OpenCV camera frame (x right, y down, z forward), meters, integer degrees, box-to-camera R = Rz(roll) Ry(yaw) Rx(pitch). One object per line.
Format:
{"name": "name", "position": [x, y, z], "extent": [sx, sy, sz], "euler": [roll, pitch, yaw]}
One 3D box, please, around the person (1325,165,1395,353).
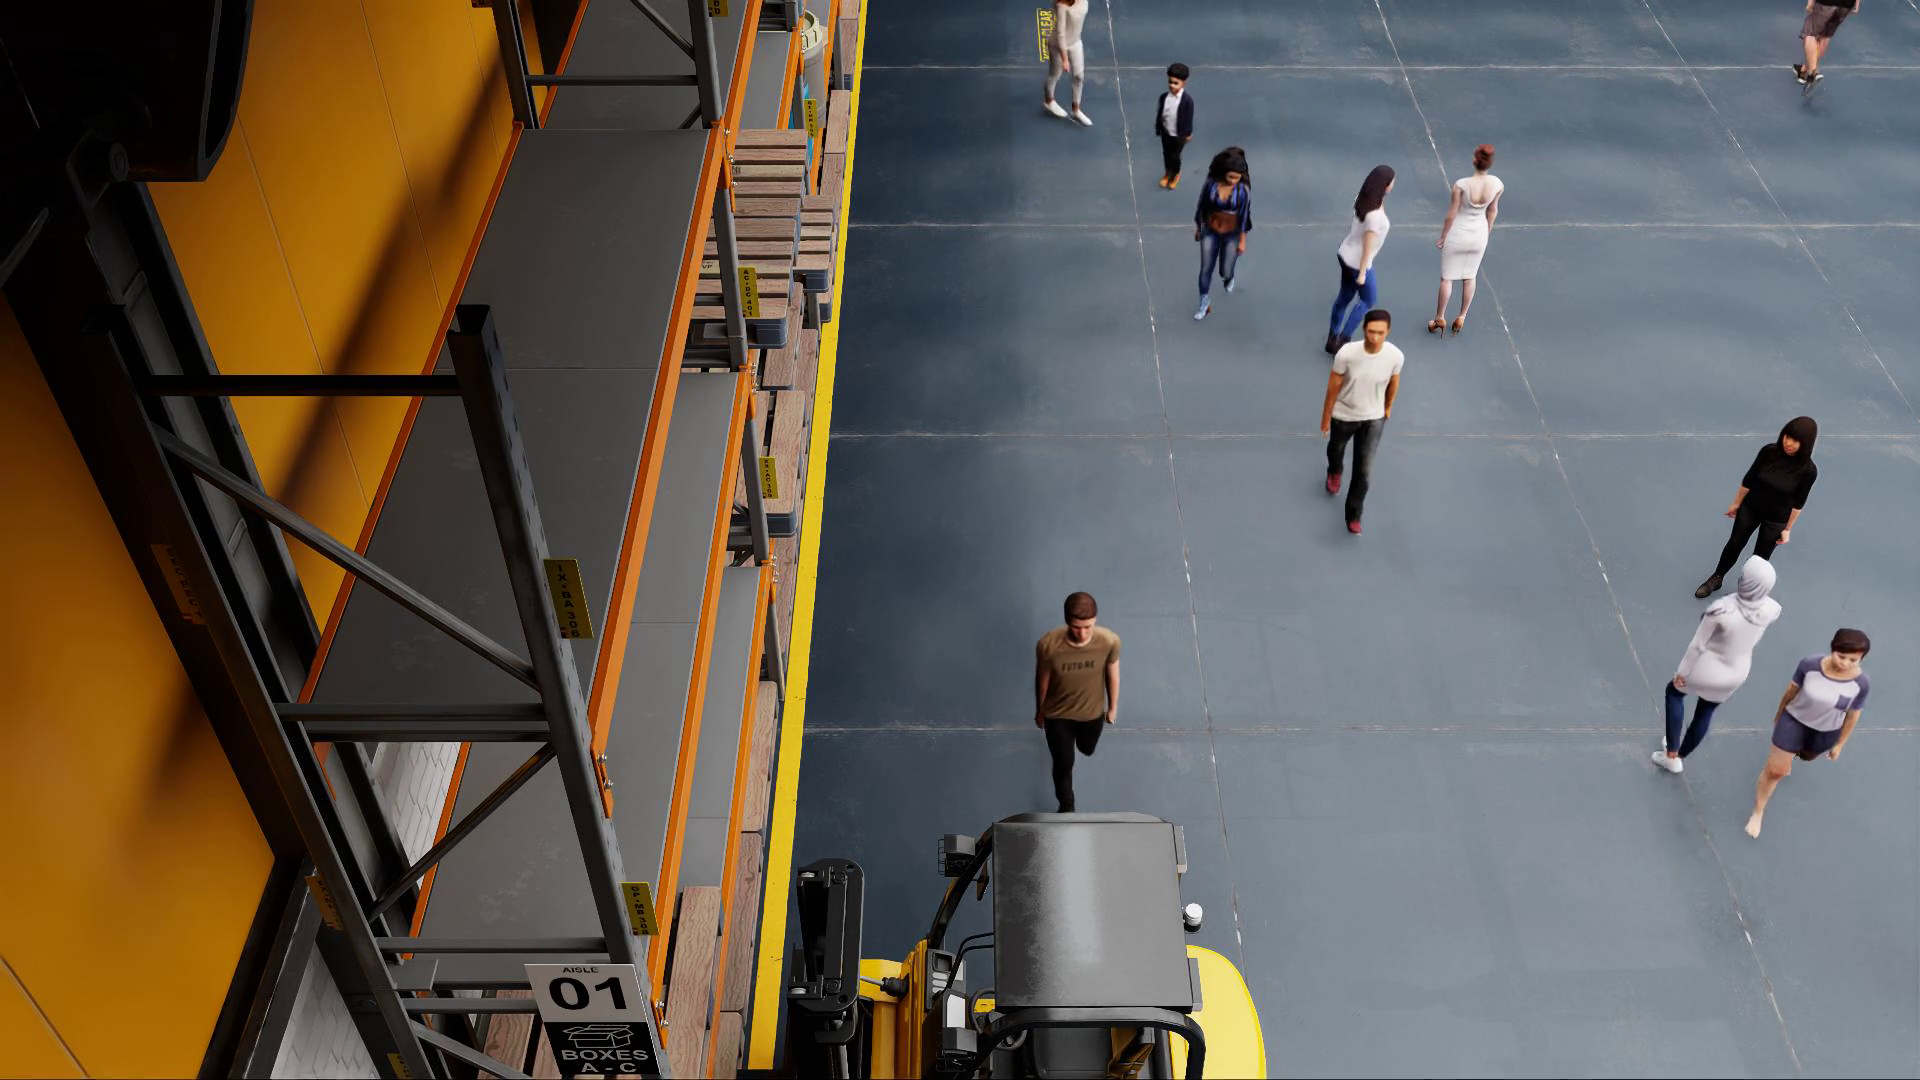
{"name": "person", "position": [3.104, -2.205, 13.357], "extent": [0.767, 1.654, 0.577], "euler": [-1, 44, -1]}

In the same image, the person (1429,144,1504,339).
{"name": "person", "position": [4.094, -2.423, 13.484], "extent": [0.587, 1.795, 0.486], "euler": [-2, 44, -2]}

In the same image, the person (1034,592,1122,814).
{"name": "person", "position": [0.675, 0.943, 9.924], "extent": [0.738, 1.831, 1.122], "euler": [-4, 44, -4]}

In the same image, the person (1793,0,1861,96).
{"name": "person", "position": [8.679, -5.309, 16.477], "extent": [0.712, 1.844, 1.036], "euler": [3, 44, 4]}

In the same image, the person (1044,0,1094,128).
{"name": "person", "position": [0.977, -4.824, 16.102], "extent": [0.954, 1.660, 0.898], "euler": [27, 50, 25]}

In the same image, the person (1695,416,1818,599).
{"name": "person", "position": [5.449, -0.186, 11.247], "extent": [0.646, 1.642, 0.703], "euler": [34, 53, 30]}

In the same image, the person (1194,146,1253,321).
{"name": "person", "position": [2.190, -2.558, 13.754], "extent": [0.798, 1.618, 0.863], "euler": [18, 47, 18]}

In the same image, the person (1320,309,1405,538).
{"name": "person", "position": [2.859, -0.969, 11.980], "extent": [0.754, 1.764, 1.126], "euler": [5, 44, 5]}

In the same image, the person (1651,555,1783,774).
{"name": "person", "position": [4.603, 0.850, 10.068], "extent": [0.605, 1.768, 0.616], "euler": [0, 44, 0]}

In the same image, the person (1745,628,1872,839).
{"name": "person", "position": [5.142, 1.061, 10.020], "extent": [0.866, 1.529, 1.092], "euler": [19, 47, 19]}

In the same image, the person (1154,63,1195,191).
{"name": "person", "position": [2.011, -3.852, 15.401], "extent": [0.586, 1.219, 0.627], "euler": [28, 50, 26]}
